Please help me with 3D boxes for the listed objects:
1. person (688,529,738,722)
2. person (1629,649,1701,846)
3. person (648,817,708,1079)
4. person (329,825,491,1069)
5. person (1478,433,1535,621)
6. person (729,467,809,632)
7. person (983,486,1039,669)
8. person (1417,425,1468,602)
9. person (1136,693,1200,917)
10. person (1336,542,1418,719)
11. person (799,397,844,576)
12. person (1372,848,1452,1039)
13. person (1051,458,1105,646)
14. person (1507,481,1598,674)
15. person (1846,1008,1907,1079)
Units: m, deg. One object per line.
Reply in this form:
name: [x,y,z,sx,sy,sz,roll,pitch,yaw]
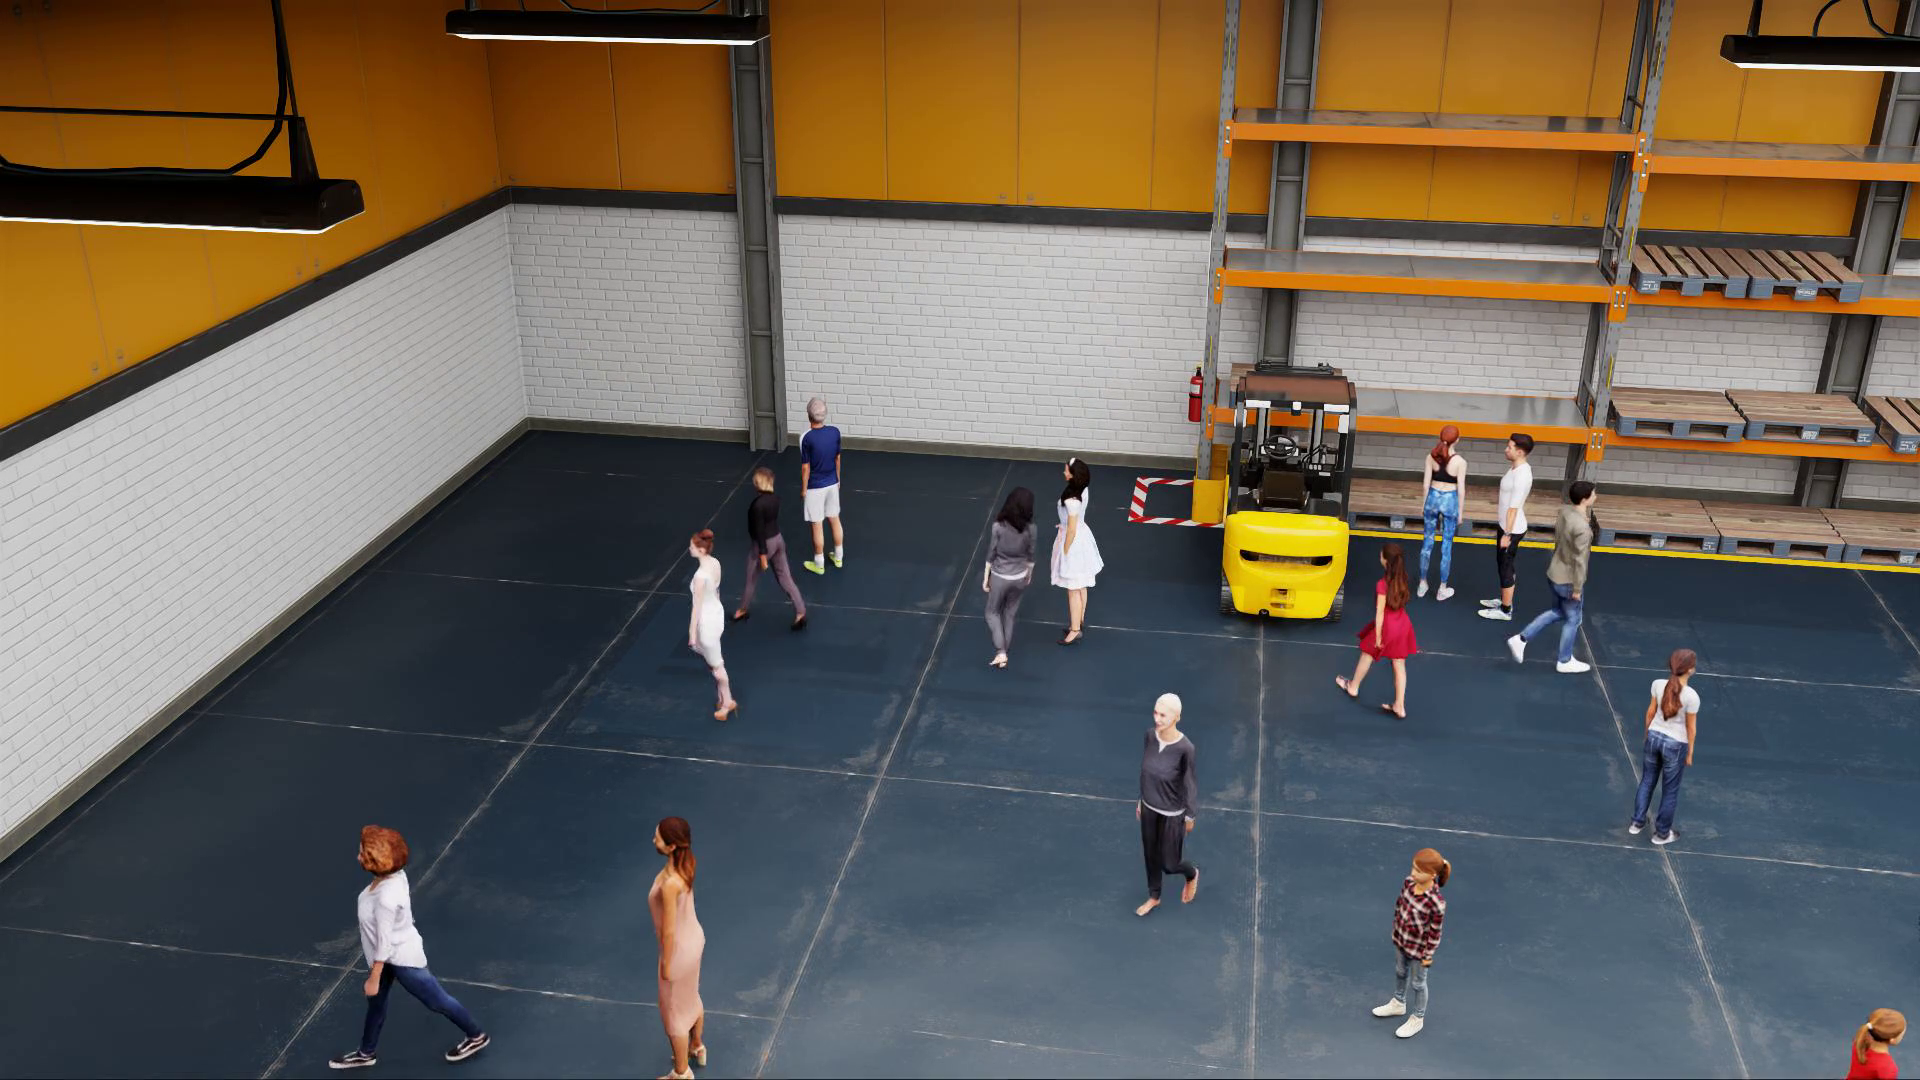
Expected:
person: [-1.989,0.733,13.884,0.599,1.779,0.583,4,24,10]
person: [5.259,1.513,12.370,0.684,1.562,0.617,-17,29,-34]
person: [-1.639,2.437,9.925,0.525,1.829,0.595,3,24,6]
person: [-3.270,2.487,10.019,1.235,1.662,1.050,-10,25,-21]
person: [5.237,-0.133,15.778,0.574,1.848,0.657,6,24,13]
person: [-1.692,0.143,15.430,1.105,1.622,0.787,10,26,22]
person: [0.478,0.382,14.753,0.746,1.726,0.813,-10,25,-21]
person: [4.687,-0.277,16.188,0.628,1.784,0.720,14,27,29]
person: [1.467,1.803,11.513,0.850,1.719,0.795,-21,31,-39]
person: [3.691,0.786,14.085,0.949,1.522,0.960,-12,26,-25]
person: [-1.395,-0.556,16.760,0.716,1.838,0.762,-18,29,-35]
person: [2.864,2.499,10.436,0.670,1.306,0.625,-11,26,-24]
person: [1.050,0.104,15.273,0.757,1.819,0.734,8,25,17]
person: [5.285,0.335,14.711,1.063,1.846,0.847,-1,24,-3]
person: [4.865,3.098,9.085,0.891,1.289,0.672,-4,24,-10]
